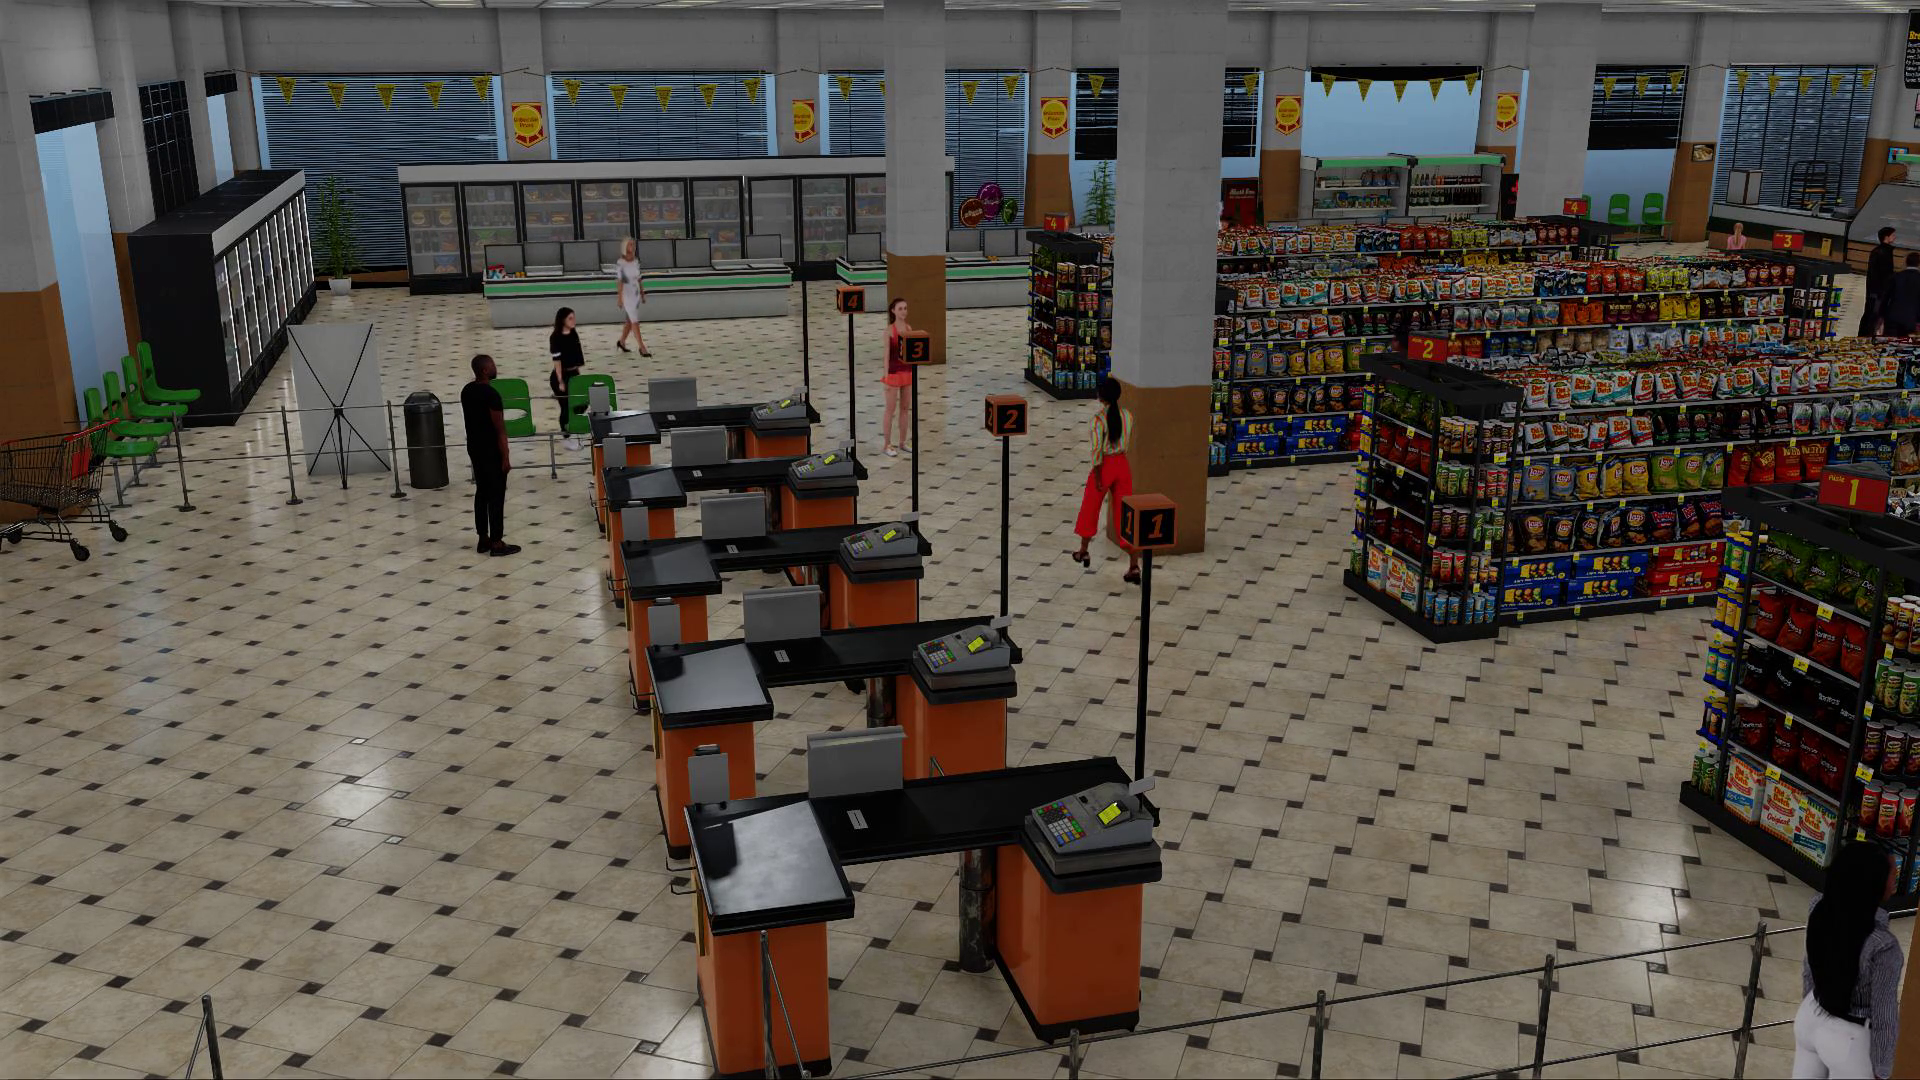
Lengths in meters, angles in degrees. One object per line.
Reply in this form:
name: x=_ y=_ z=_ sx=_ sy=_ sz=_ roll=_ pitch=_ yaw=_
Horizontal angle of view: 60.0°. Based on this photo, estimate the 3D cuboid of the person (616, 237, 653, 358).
person: x=-4.851 y=-3.525 z=24.221 sx=1.042 sy=1.712 sz=0.988 roll=10 pitch=20 yaw=30

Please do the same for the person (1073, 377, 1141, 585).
person: x=1.333 y=-0.456 z=14.067 sx=1.153 sy=1.740 sz=0.779 roll=-8 pitch=19 yaw=-24

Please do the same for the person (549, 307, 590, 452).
person: x=-4.484 y=-1.808 z=18.708 sx=0.762 sy=1.630 sz=0.702 roll=9 pitch=19 yaw=28

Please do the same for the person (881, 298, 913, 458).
person: x=-0.682 y=-1.837 z=18.592 sx=0.604 sy=1.753 sz=0.707 roll=-13 pitch=21 yaw=-37

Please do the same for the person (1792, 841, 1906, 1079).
person: x=3.313 y=1.919 z=6.271 sx=0.536 sy=1.725 sz=0.608 roll=-3 pitch=17 yaw=-10

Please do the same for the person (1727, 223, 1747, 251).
person: x=14.148 y=-5.158 z=30.359 sx=0.534 sy=1.270 sz=0.615 roll=2 pitch=17 yaw=5

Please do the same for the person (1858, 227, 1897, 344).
person: x=13.562 y=-3.701 z=24.583 sx=0.747 sy=1.839 sz=0.802 roll=3 pitch=17 yaw=9

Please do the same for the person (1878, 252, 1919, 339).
person: x=12.386 y=-2.872 z=21.914 sx=1.219 sy=1.804 sz=1.201 roll=7 pitch=18 yaw=22

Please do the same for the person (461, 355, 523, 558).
person: x=-4.251 y=-0.770 z=14.964 sx=0.743 sy=1.819 sz=0.752 roll=14 pitch=22 yaw=38
